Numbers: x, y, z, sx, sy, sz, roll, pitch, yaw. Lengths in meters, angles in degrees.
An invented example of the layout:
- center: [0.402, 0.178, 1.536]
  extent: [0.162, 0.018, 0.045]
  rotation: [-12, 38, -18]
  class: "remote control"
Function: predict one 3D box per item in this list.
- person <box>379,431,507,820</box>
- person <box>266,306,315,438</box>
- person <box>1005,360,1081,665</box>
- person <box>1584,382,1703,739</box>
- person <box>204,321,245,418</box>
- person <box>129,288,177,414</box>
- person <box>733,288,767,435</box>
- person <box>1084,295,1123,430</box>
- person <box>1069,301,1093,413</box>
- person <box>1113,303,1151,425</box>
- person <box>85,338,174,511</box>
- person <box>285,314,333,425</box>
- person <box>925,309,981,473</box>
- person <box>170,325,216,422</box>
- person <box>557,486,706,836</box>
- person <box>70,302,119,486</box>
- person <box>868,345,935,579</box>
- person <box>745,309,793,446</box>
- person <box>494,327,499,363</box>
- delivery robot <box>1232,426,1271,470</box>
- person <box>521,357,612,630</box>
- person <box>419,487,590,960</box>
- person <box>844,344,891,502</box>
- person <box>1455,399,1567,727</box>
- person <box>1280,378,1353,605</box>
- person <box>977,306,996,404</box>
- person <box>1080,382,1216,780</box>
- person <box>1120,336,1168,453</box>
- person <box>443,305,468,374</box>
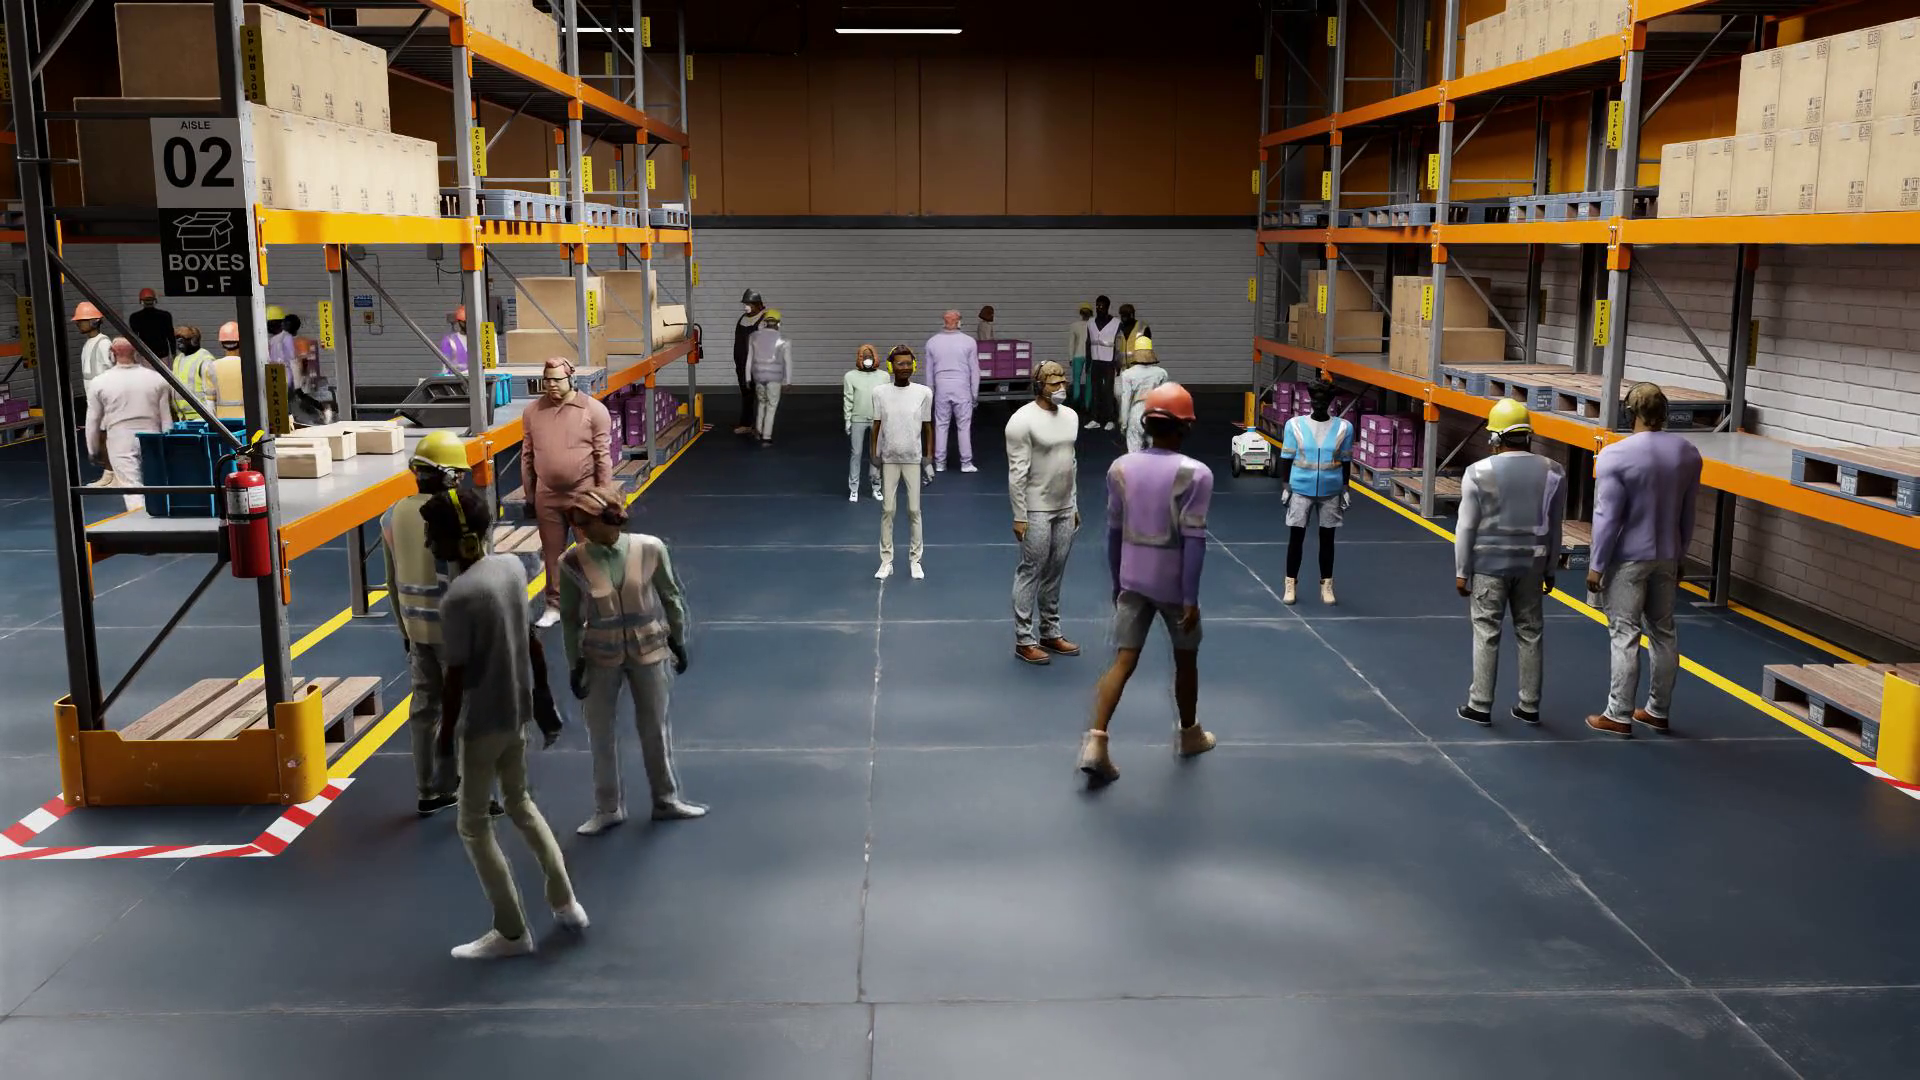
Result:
- center: [-2.361, 0.407, 7.681]
  extent: [0.586, 1.826, 0.403]
  rotation: [5, 11, 27]
  class: "person"
- center: [-8.619, -2.056, 21.270]
  extent: [1.006, 1.882, 0.601]
  rotation: [-9, 14, -42]
  class: "person"
- center: [0.553, -0.186, 10.666]
  extent: [0.358, 1.938, 0.636]
  rotation: [9, 14, 41]
  class: "person"
- center: [3.672, 0.117, 8.996]
  extent: [0.629, 1.933, 0.379]
  rotation: [-3, 11, -16]
  class: "person"
- center: [-6.758, -1.073, 15.606]
  extent: [0.545, 1.941, 0.350]
  rotation: [-2, 10, -9]
  class: "person"
- center: [-12.389, -2.874, 25.527]
  extent: [0.646, 1.976, 0.566]
  rotation: [-6, 12, -29]
  class: "person"
- center: [-2.887, -2.466, 23.084]
  extent: [0.673, 2.000, 0.536]
  rotation: [7, 12, 33]
  class: "person"
- center: [2.069, -2.541, 23.843]
  extent: [0.591, 1.918, 0.383]
  rotation: [7, 13, 35]
  class: "person"
- center: [1.972, -2.880, 26.199]
  extent: [0.524, 1.755, 0.400]
  rotation: [1, 10, 5]
  class: "person"
- center: [2.441, -2.483, 23.814]
  extent: [0.658, 1.815, 0.558]
  rotation: [3, 11, 17]
  class: "person"
- center: [-7.230, -0.826, 14.488]
  extent: [0.665, 1.848, 1.013]
  rotation: [-9, 14, -42]
  class: "person"
- center: [-9.268, -2.352, 23.452]
  extent: [0.534, 1.680, 0.677]
  rotation: [8, 13, 36]
  class: "person"
- center: [-0.068, -1.724, 19.330]
  extent: [0.651, 1.904, 0.403]
  rotation: [3, 11, 15]
  class: "person"
- center: [-7.849, -1.285, 17.090]
  extent: [0.627, 1.837, 0.429]
  rotation: [7, 12, 35]
  class: "person"
- center: [-1.465, 0.544, 7.513]
  extent: [0.653, 1.611, 0.327]
  rotation: [-3, 11, -17]
  class: "person"
- center: [-9.231, -1.520, 17.808]
  extent: [0.393, 2.041, 0.613]
  rotation: [-10, 14, -43]
  class: "person"
- center: [-0.467, -0.614, 13.241]
  extent: [0.532, 1.873, 0.321]
  rotation: [0, 10, 2]
  class: "person"
- center: [-2.500, -2.130, 21.911]
  extent: [0.616, 1.790, 0.496]
  rotation: [3, 11, 16]
  class: "person"
- center: [-6.468, -2.266, 22.402]
  extent: [0.573, 1.886, 0.356]
  rotation: [5, 12, 28]
  class: "person"
- center: [3.351, -1.065, 19.156]
  extent: [0.477, 0.478, 0.707]
  rotation: [0, 10, 0]
  class: "delivery robot"
- center: [-2.734, -0.319, 11.529]
  extent: [0.646, 1.900, 0.402]
  rotation: [1, 10, 6]
  class: "person"
- center: [-1.679, 0.688, 6.152]
  extent: [0.411, 1.818, 0.668]
  rotation: [3, 11, 19]
  class: "person"
- center: [-0.954, -1.210, 17.222]
  extent: [0.501, 1.633, 0.283]
  rotation: [-2, 10, -13]
  class: "person"
- center: [3.028, 0.133, 9.221]
  extent: [0.591, 1.826, 0.404]
  rotation: [-1, 10, -3]
  class: "person"
- center: [2.630, -0.355, 12.295]
  extent: [0.529, 1.692, 0.321]
  rotation: [1, 10, 6]
  class: "person"
- center: [0.422, -3.063, 27.574]
  extent: [0.278, 1.624, 0.509]
  rotation: [-4, 11, -20]
  class: "person"
- center: [0.953, 0.208, 8.360]
  extent: [0.617, 1.995, 1.060]
  rotation: [7, 12, 35]
  class: "person"
- center: [1.845, -1.175, 16.748]
  extent: [0.484, 1.735, 0.311]
  rotation: [-2, 10, -9]
  class: "person"
- center: [-5.965, -1.889, 20.185]
  extent: [0.571, 1.923, 0.398]
  rotation: [-4, 11, -24]
  class: "person"
